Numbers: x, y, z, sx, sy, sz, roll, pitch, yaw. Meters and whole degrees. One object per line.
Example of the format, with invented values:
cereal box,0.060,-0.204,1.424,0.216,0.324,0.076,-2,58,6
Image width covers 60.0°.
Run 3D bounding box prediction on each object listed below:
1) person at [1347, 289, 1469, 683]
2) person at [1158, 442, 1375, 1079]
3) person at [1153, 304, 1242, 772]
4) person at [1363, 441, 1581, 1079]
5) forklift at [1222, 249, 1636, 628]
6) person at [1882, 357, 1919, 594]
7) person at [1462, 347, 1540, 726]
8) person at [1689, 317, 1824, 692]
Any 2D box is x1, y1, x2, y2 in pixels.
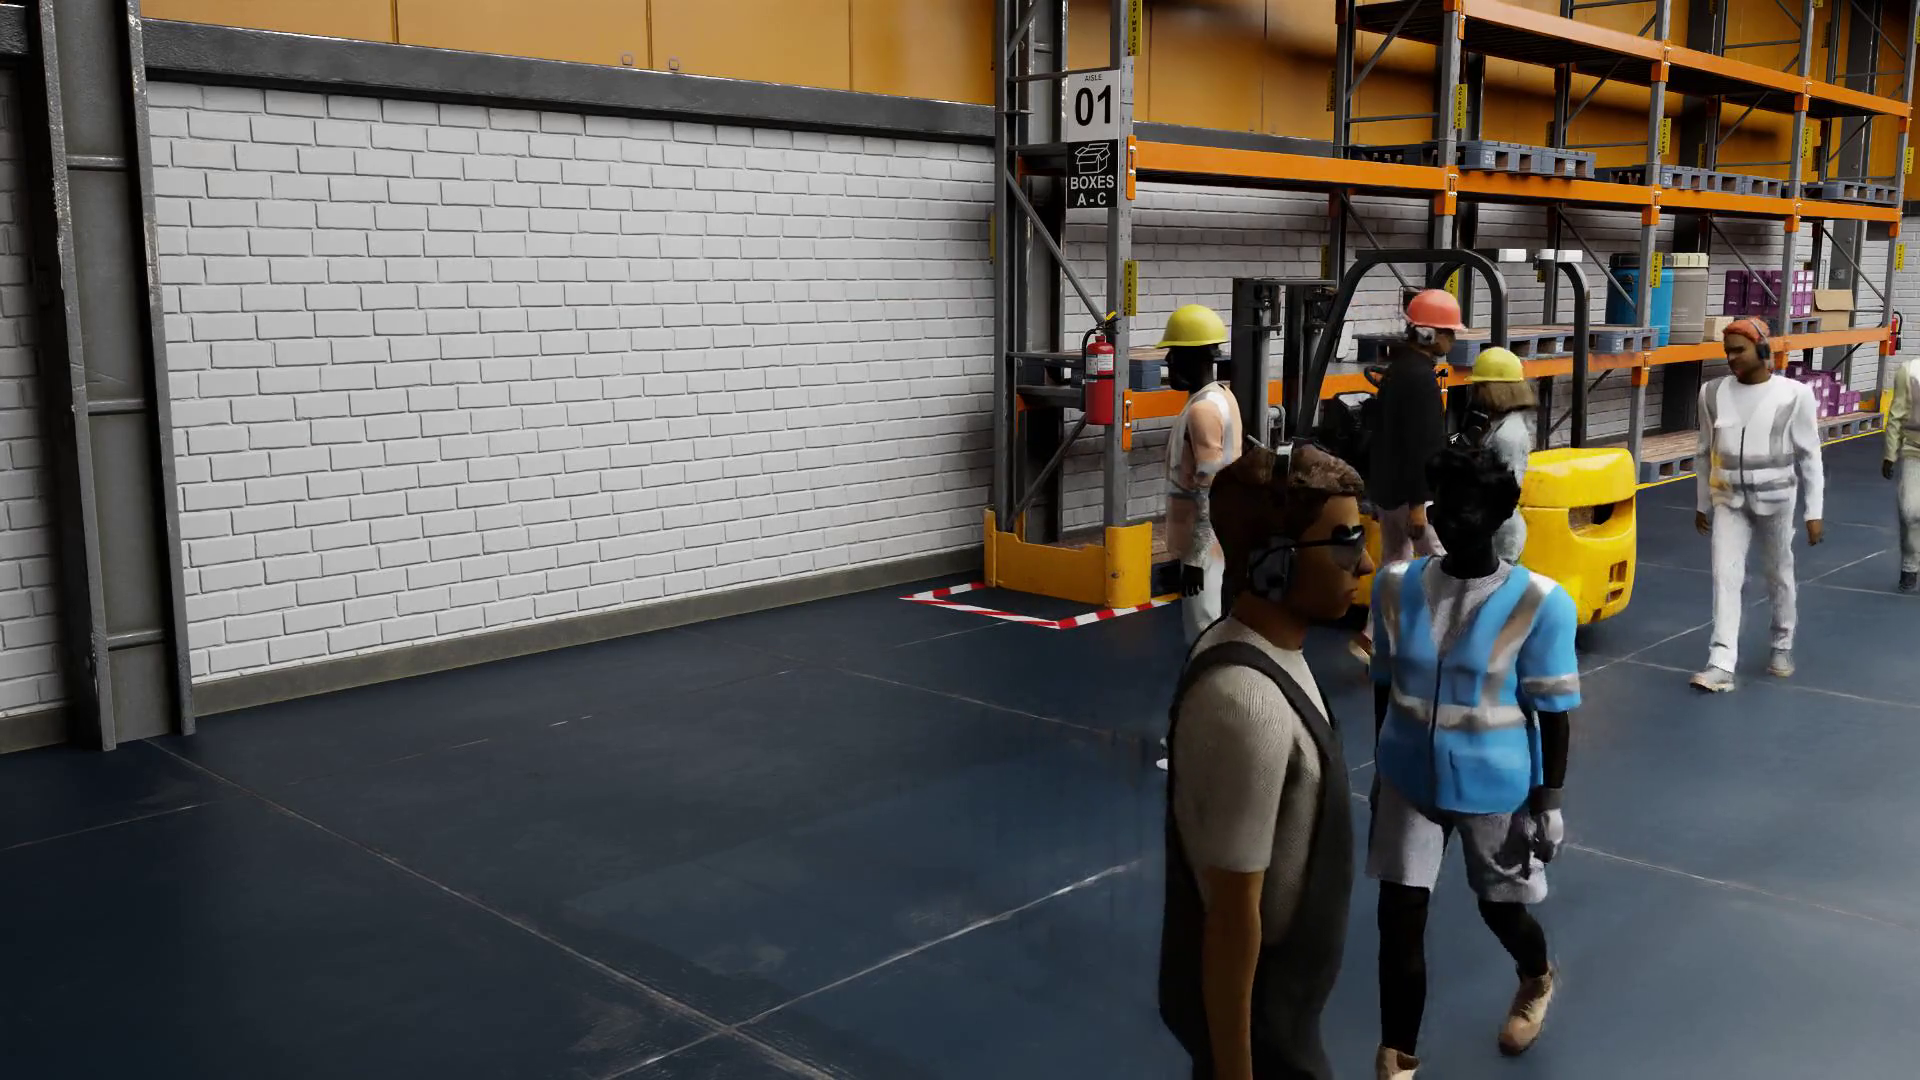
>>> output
person,2.214,-0.232,8.133,0.449,1.969,0.705,0,9,1
person,0.402,0.742,2.661,0.843,1.822,0.515,1,9,9
person,0.970,-0.001,6.865,0.382,1.924,0.594,2,9,11
person,1.267,0.580,4.107,0.536,1.671,0.787,7,12,39
forklift,2.710,-0.584,9.626,2.313,2.155,1.214,9,13,43
person,6.168,-0.533,10.460,0.623,1.814,0.472,4,10,24
person,2.419,0.010,7.402,0.498,1.730,0.493,2,10,14
person,3.968,-0.182,8.274,0.655,1.839,0.976,9,13,42
